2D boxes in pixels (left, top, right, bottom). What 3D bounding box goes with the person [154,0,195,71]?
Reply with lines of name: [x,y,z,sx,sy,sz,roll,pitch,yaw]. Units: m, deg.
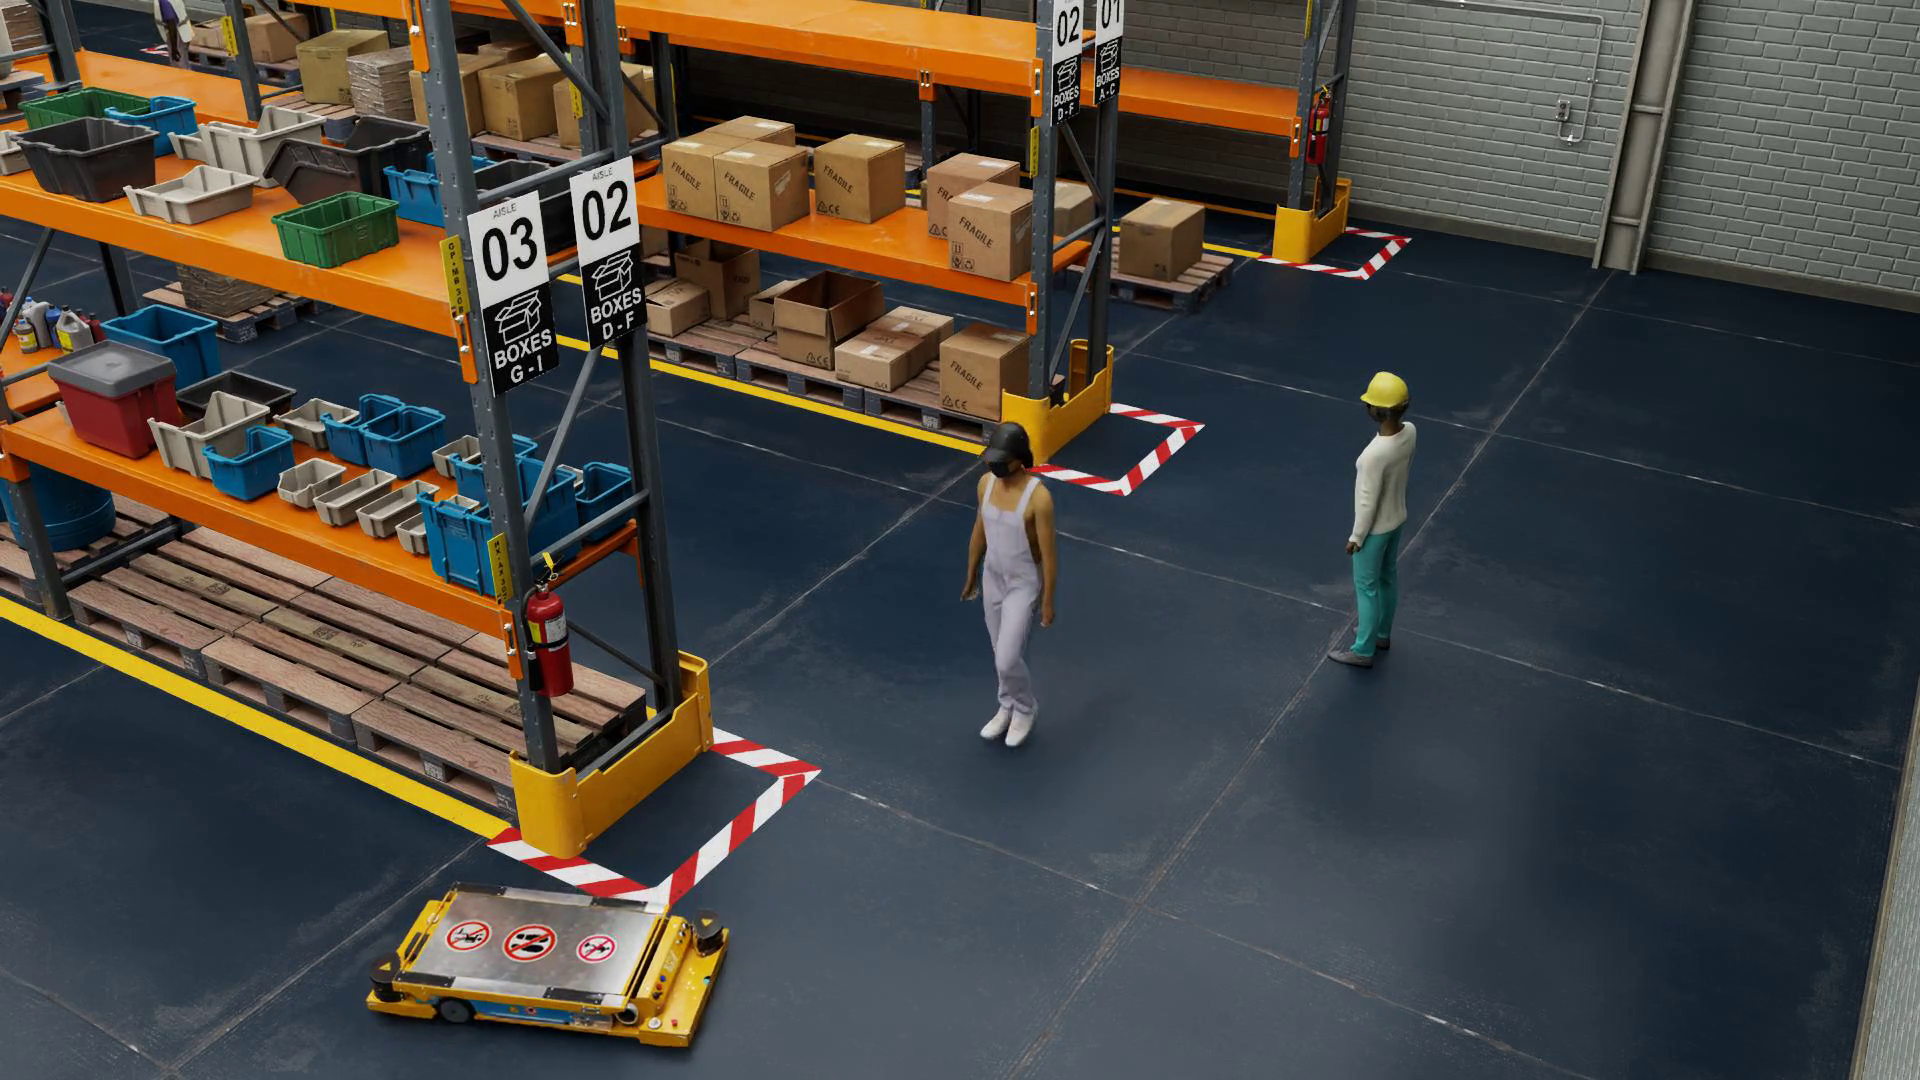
person: [-9.179,-5.836,19.500,0.392,1.830,0.571,-7,30,-12]

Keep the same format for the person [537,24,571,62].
person: [-4.089,-4.459,17.165,0.536,1.695,0.319,6,30,11]

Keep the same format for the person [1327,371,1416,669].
person: [2.309,-0.108,9.292,0.327,1.765,0.532,21,36,33]

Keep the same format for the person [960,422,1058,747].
person: [0.233,0.251,8.554,0.546,1.850,0.433,26,38,38]

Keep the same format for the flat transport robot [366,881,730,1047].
flat transport robot: [-1.794,1.854,7.306,1.431,0.231,0.659,4,29,7]
